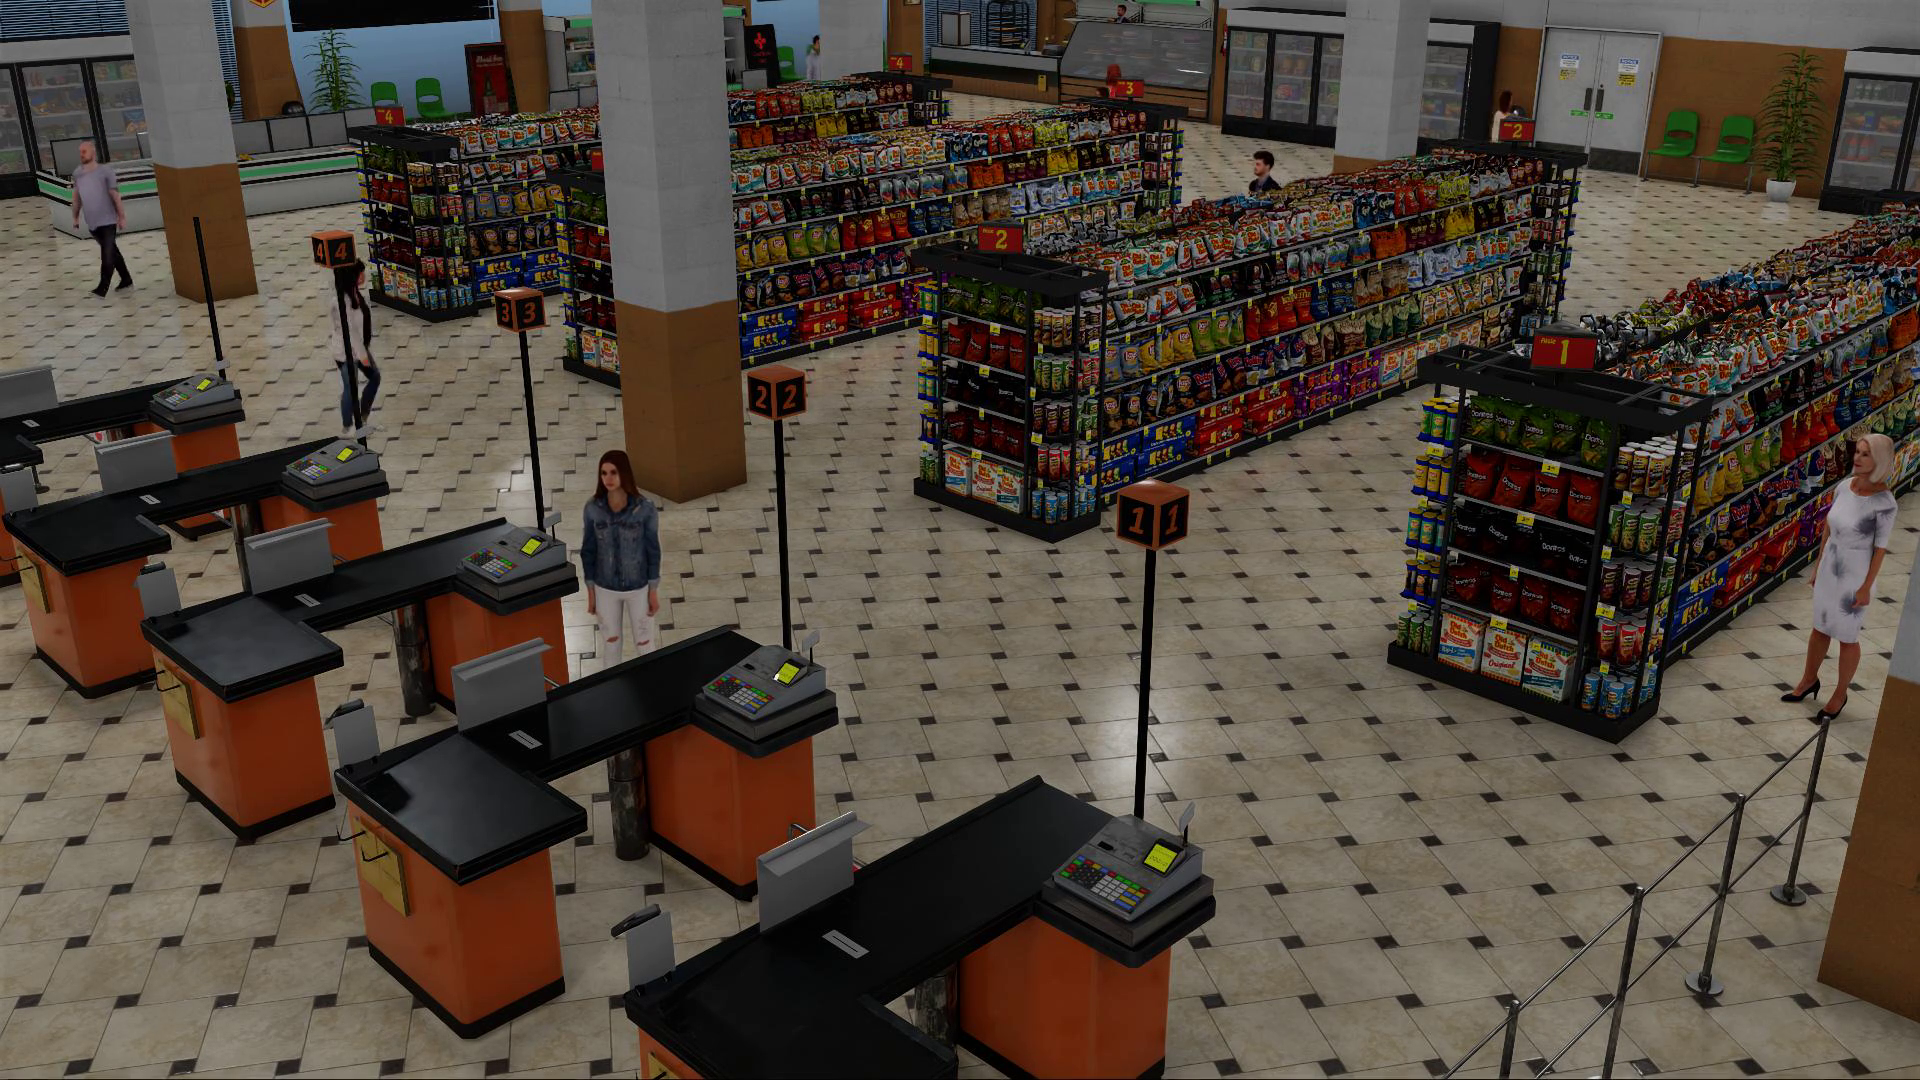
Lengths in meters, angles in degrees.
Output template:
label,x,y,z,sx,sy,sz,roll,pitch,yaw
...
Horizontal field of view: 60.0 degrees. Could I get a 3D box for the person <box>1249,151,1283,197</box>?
label,x,y,z,sx,sy,sz,roll,pitch,yaw
person,3.403,-3.371,18.448,0.792,1.885,0.806,-9,24,-22

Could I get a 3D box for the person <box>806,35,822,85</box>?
label,x,y,z,sx,sy,sz,roll,pitch,yaw
person,-2.646,-8.388,30.944,1.194,1.877,0.881,-15,26,-33

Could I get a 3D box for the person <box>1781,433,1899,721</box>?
label,x,y,z,sx,sy,sz,roll,pitch,yaw
person,5.187,0.205,9.726,0.628,1.751,0.630,-8,23,-20

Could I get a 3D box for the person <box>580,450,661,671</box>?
label,x,y,z,sx,sy,sz,roll,pitch,yaw
person,-1.938,0.281,9.604,0.678,1.703,0.736,0,22,1

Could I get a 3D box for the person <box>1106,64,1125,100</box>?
label,x,y,z,sx,sy,sz,roll,pitch,yaw
person,2.572,-6.795,27.092,0.745,1.794,0.984,16,27,35

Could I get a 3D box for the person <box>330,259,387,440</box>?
label,x,y,z,sx,sy,sz,roll,pitch,yaw
person,-5.409,-1.651,14.535,0.811,1.612,0.752,0,22,0

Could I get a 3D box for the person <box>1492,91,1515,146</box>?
label,x,y,z,sx,sy,sz,roll,pitch,yaw
person,8.040,-5.896,25.016,0.741,1.673,0.615,13,25,29

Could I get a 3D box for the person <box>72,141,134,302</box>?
label,x,y,z,sx,sy,sz,roll,pitch,yaw
person,-10.001,-3.739,19.499,1.121,1.783,1.302,4,22,10

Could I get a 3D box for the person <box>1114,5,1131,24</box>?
label,x,y,z,sx,sy,sz,roll,pitch,yaw
person,3.719,-11.421,38.506,0.564,1.868,0.622,-20,29,-40
